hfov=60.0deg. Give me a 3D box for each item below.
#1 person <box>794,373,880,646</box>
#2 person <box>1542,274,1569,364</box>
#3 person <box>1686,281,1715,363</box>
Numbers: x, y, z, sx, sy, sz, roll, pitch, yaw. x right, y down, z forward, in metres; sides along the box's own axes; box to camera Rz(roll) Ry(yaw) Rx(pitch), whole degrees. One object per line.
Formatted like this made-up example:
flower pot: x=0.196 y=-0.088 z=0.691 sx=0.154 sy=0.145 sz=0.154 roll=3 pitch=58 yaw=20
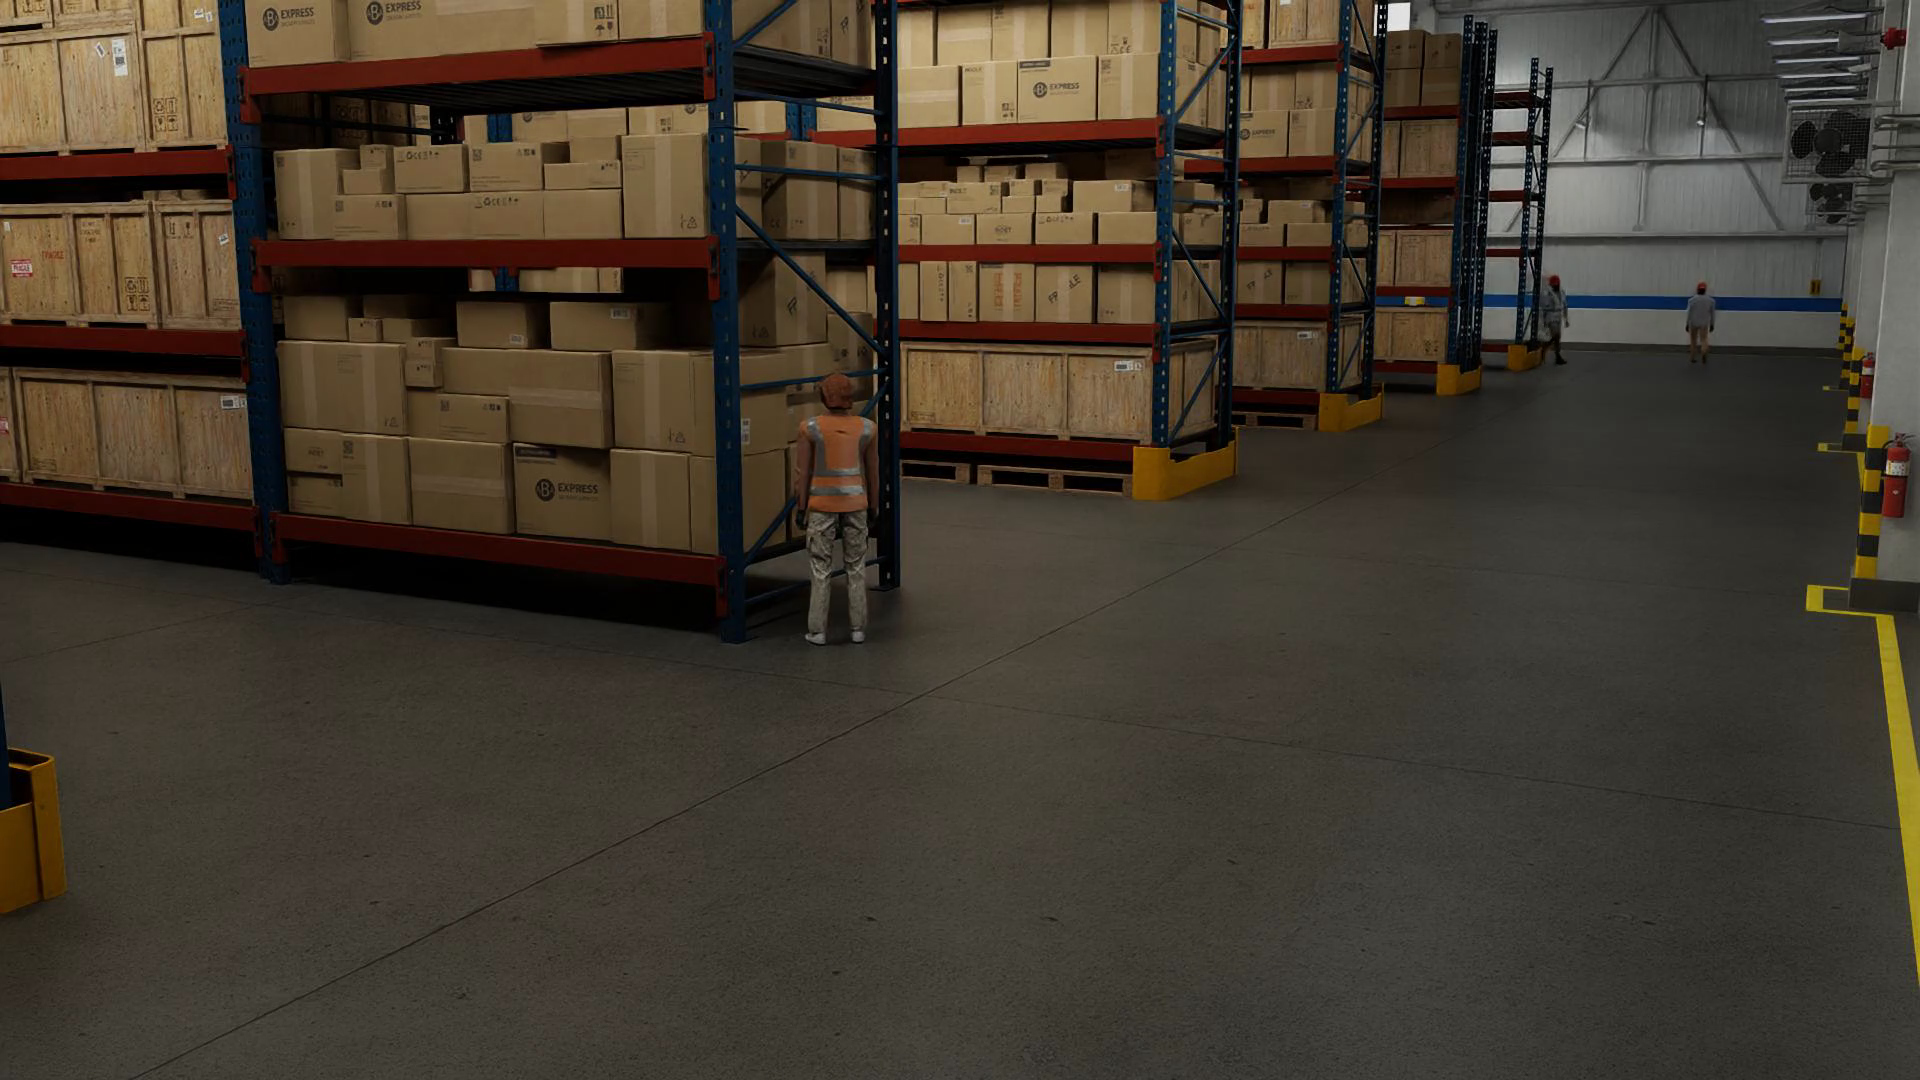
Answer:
person: x=-0.727 y=-0.178 z=9.891 sx=0.521 sy=1.631 sz=0.316 roll=-4 pitch=10 yaw=-20
person: x=12.490 y=-4.650 z=35.051 sx=0.596 sy=1.892 sz=0.768 roll=-5 pitch=11 yaw=-28
person: x=15.671 y=-4.601 z=35.193 sx=0.569 sy=1.733 sz=0.598 roll=3 pitch=10 yaw=15
